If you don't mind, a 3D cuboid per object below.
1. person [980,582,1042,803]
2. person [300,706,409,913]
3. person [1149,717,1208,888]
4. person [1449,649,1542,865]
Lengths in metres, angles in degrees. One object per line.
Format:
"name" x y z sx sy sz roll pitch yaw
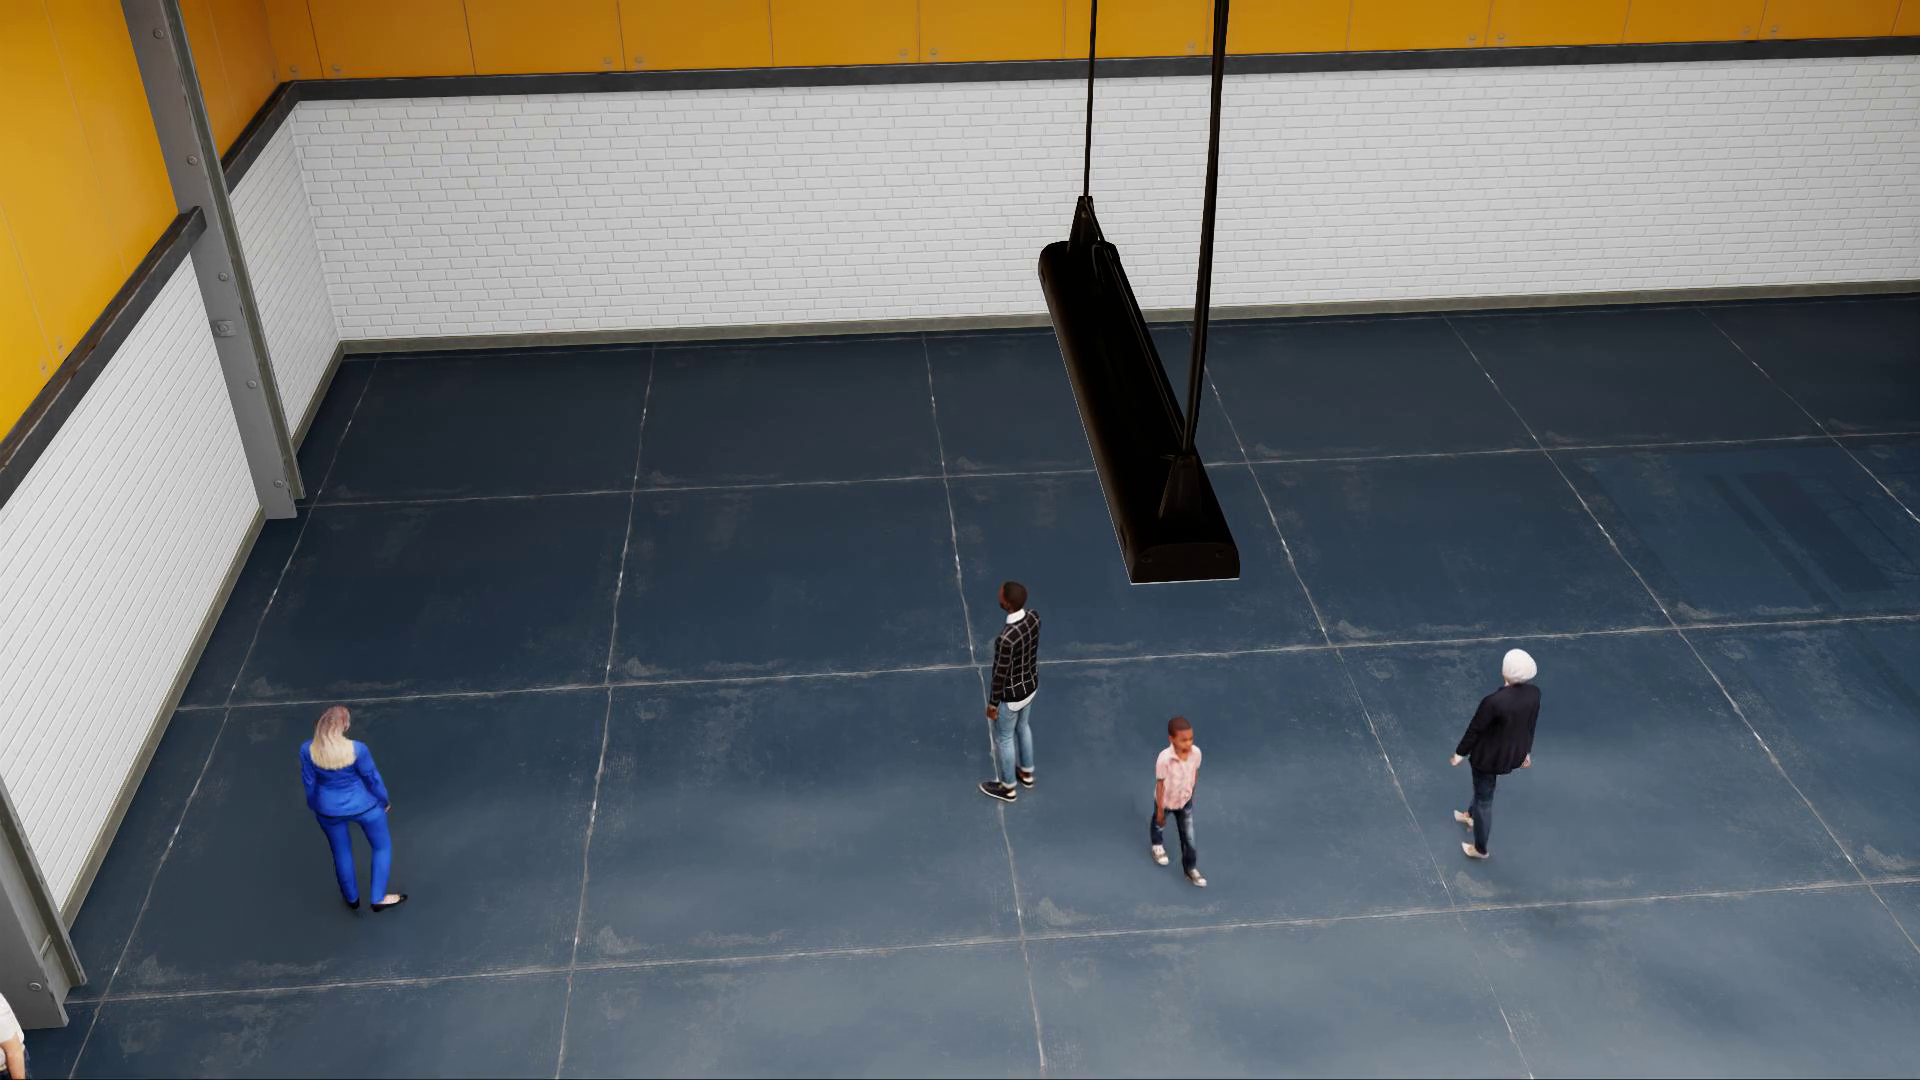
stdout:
"person" 0.407 1.087 11.971 0.821 1.818 0.737 21 39 28
"person" -4.057 1.794 11.022 0.660 1.691 0.576 -9 35 -14
"person" 1.444 1.724 11.491 0.603 1.288 0.837 -9 35 -14
"person" 3.660 1.526 11.353 0.876 1.765 0.861 -12 35 -17
